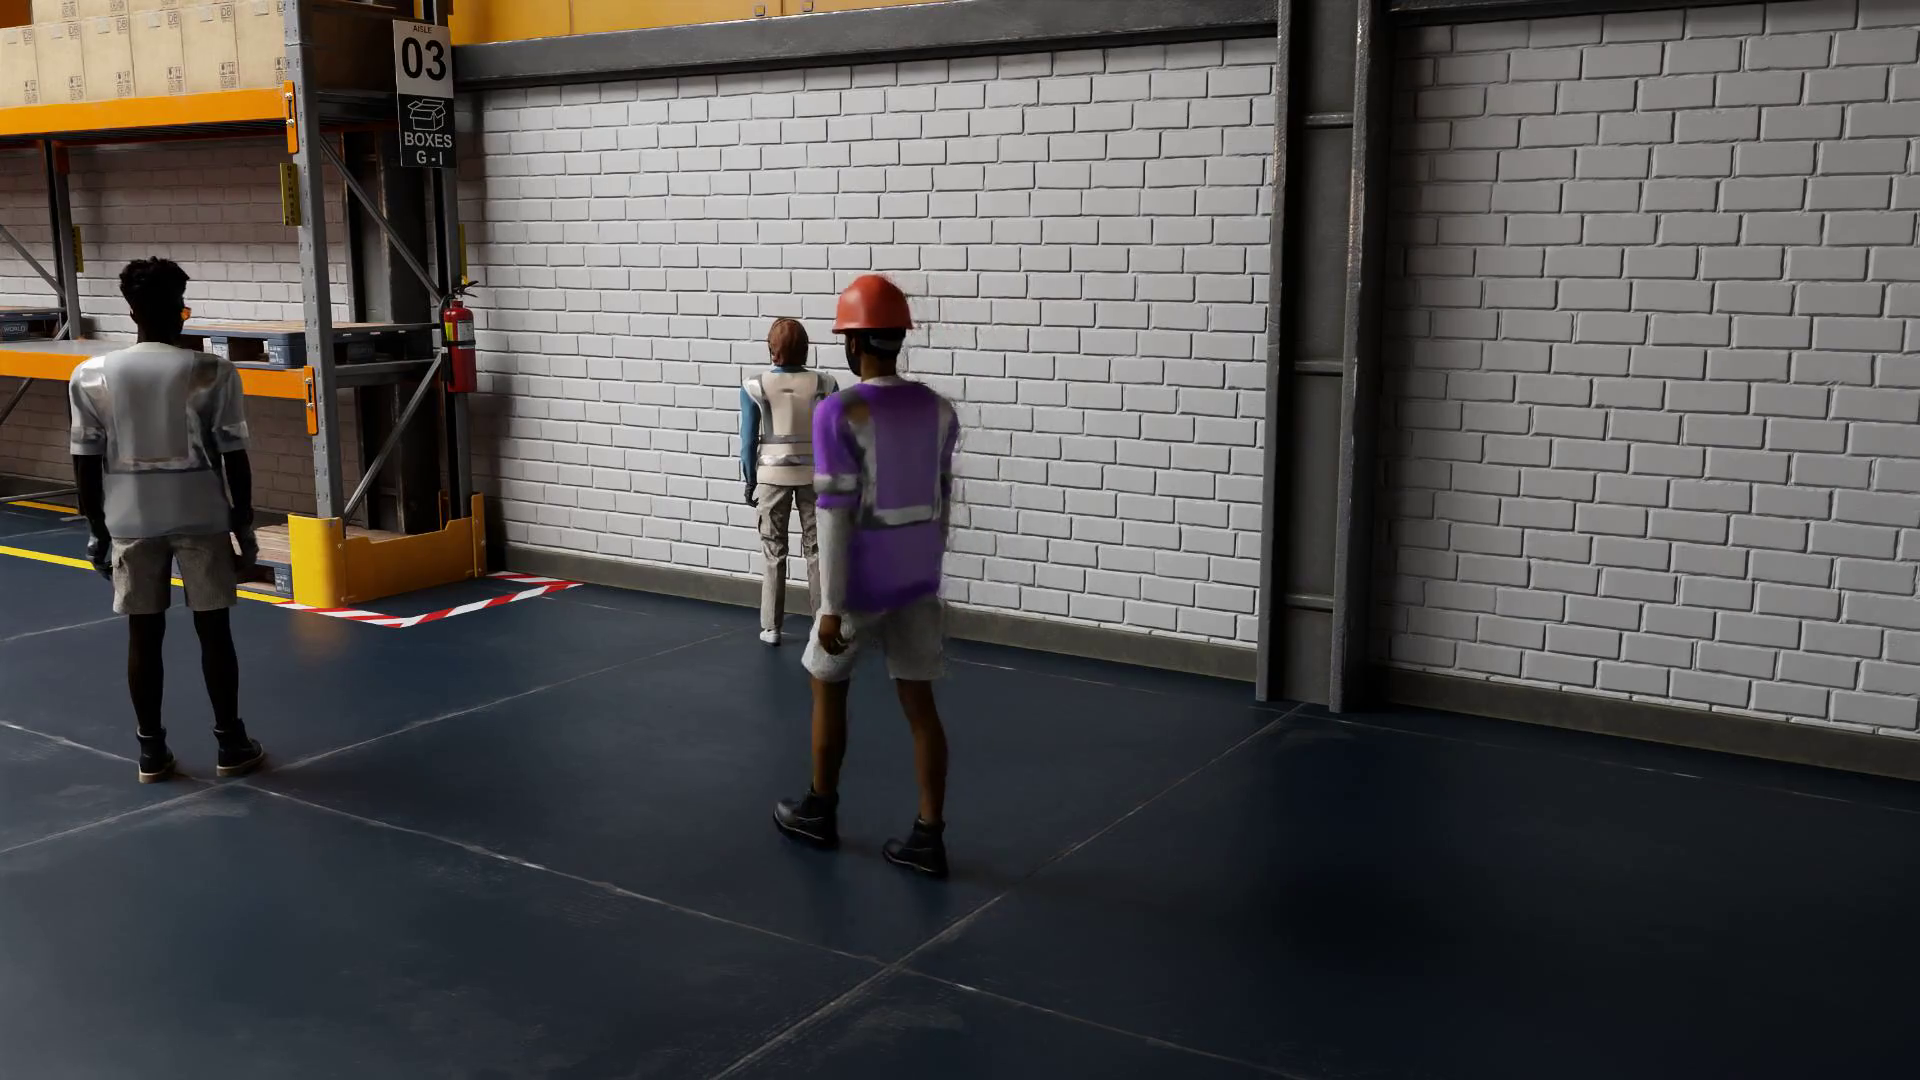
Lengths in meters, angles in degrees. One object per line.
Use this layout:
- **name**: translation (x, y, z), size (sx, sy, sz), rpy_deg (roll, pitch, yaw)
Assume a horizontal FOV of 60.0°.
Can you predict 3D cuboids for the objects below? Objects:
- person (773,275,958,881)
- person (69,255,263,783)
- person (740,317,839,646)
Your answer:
- **person**: translation (-0.312, 0.111, 5.394), size (0.571, 1.902, 0.859), rpy_deg (-8, 13, -37)
- **person**: translation (-2.952, -0.069, 6.223), size (0.610, 1.963, 0.366), rpy_deg (-2, 10, -12)
- **person**: translation (-0.833, -0.282, 8.294), size (0.514, 1.645, 0.307), rpy_deg (-2, 10, -10)
